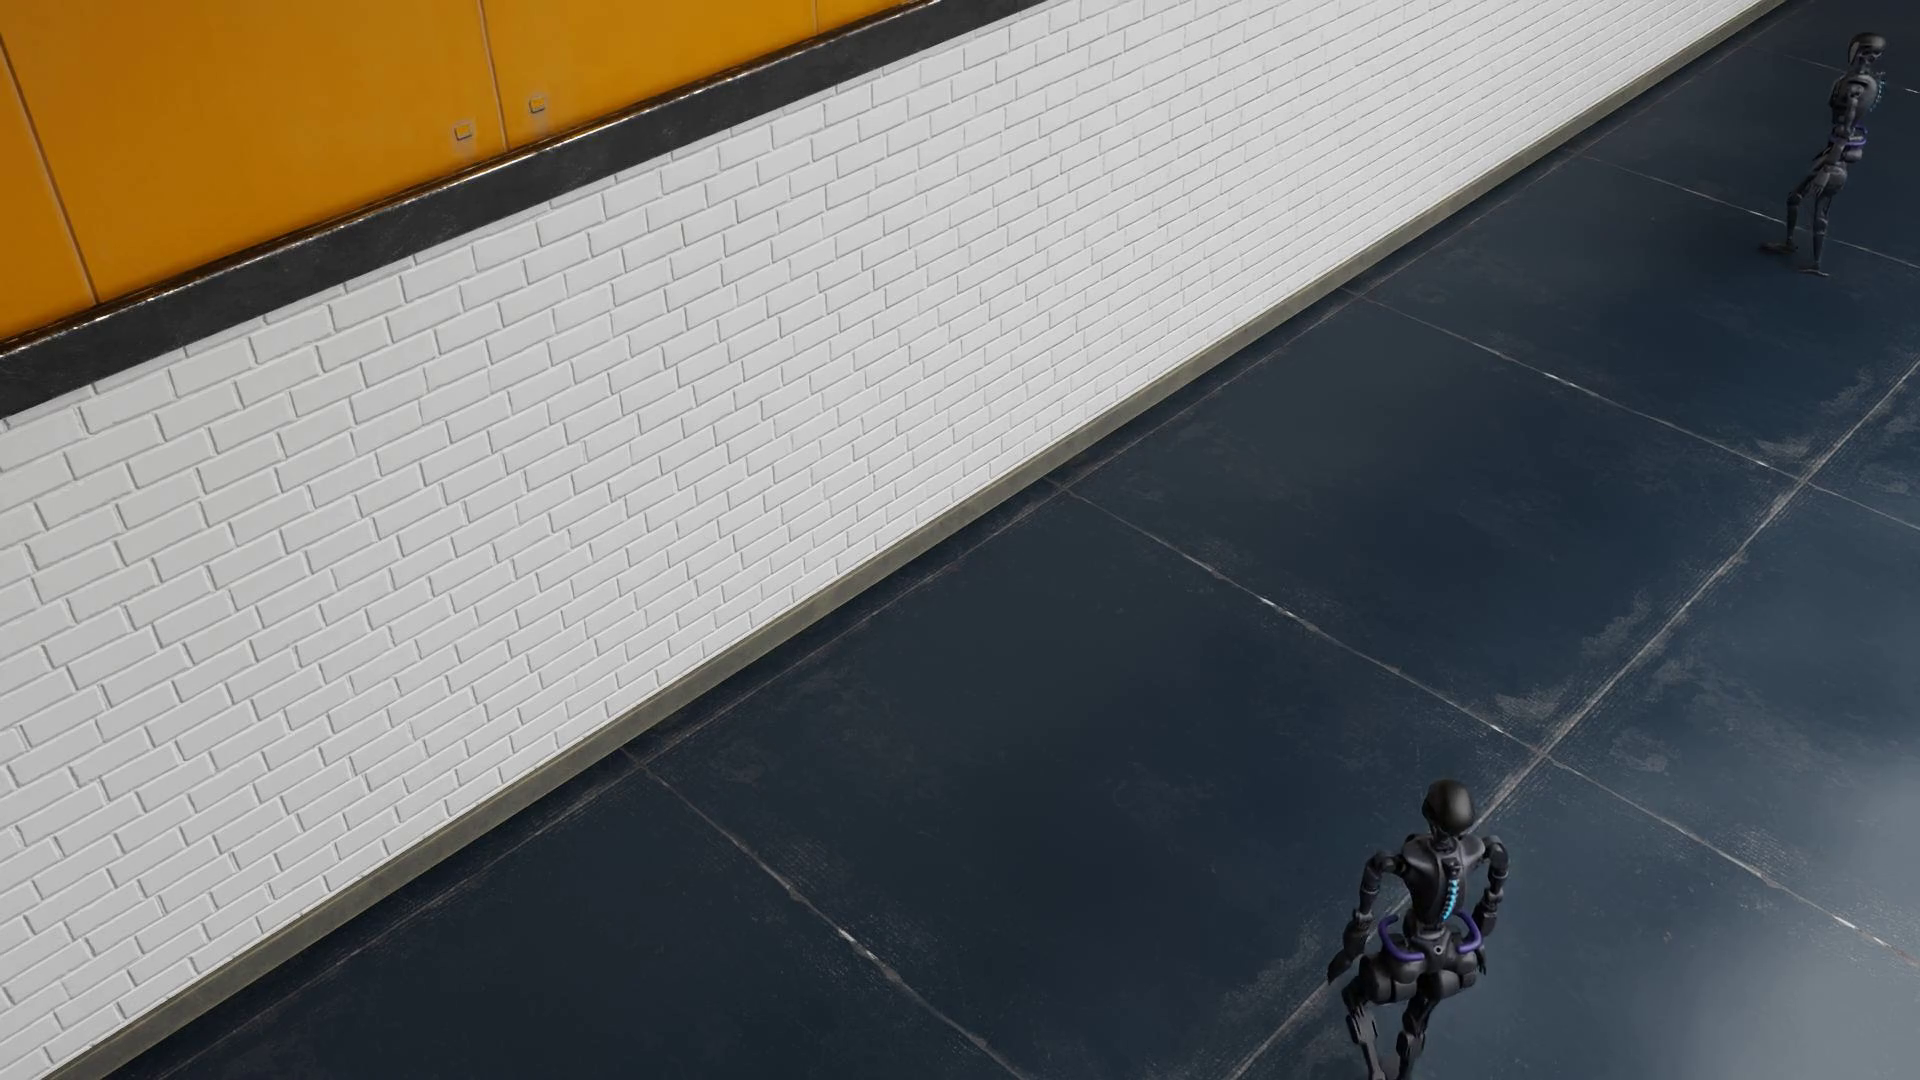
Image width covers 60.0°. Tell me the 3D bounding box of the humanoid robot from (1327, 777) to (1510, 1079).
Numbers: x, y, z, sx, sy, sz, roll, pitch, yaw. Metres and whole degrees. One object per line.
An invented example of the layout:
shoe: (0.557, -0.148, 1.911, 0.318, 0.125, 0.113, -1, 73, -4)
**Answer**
humanoid robot: (1.640, 1.476, 5.944, 0.590, 1.641, 0.358, -6, 39, -8)

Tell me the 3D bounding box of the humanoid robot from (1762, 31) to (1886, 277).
humanoid robot: (5.739, -2.534, 10.970, 0.486, 1.643, 0.611, 17, 42, 20)
